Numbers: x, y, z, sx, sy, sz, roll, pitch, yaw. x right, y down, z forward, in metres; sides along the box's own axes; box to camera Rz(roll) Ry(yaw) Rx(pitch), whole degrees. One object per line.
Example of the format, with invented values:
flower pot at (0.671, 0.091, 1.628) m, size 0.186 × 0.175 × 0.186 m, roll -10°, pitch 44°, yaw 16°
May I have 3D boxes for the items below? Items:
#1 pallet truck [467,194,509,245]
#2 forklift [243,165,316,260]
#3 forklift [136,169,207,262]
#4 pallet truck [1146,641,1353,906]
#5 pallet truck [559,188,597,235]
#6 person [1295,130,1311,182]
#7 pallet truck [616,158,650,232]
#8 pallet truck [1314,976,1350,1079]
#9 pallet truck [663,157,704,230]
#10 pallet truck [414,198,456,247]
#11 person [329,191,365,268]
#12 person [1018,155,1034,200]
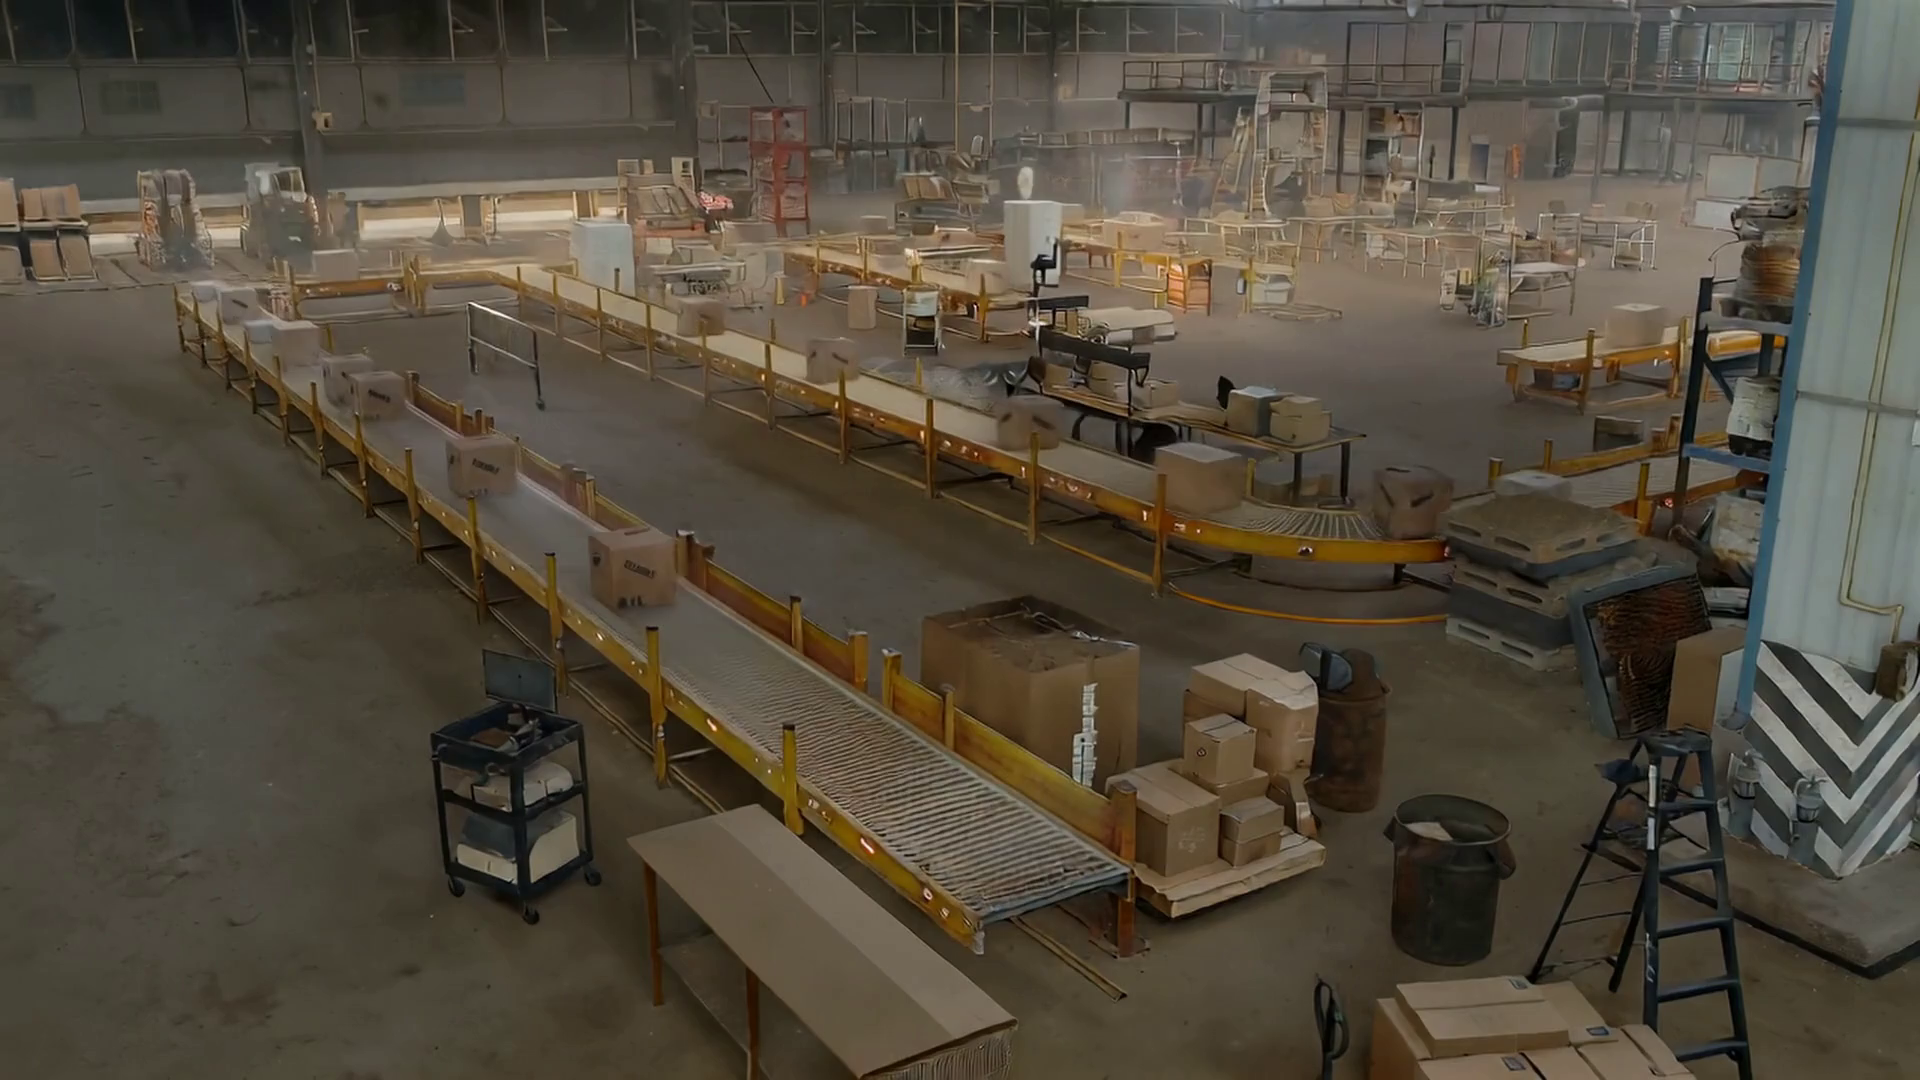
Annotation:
pallet truck at (-11.983, -8.177, 42.137) m, size 0.704 × 1.261 × 1.522 m, roll -11°, pitch 20°, yaw -33°
forklift at (-15.898, -7.669, 38.708) m, size 1.157 × 1.987 × 2.680 m, roll -11°, pitch 20°, yaw -33°
forklift at (-17.842, -7.318, 37.559) m, size 1.157 × 1.987 × 2.680 m, roll -10°, pitch 20°, yaw -31°
pallet truck at (1.664, 1.407, 10.232) m, size 1.630 × 1.274 × 0.653 m, roll -10°, pitch 20°, yaw -31°
pallet truck at (-10.010, -8.652, 43.699) m, size 0.653 × 1.274 × 1.630 m, roll -10°, pitch 20°, yaw -31°
person at (12.426, -13.824, 59.988) m, size 0.638 × 1.845 × 0.577 m, roll 11°, pitch 20°, yaw 33°
pallet truck at (-8.918, -9.176, 44.255) m, size 0.823 × 1.965 × 1.885 m, roll -9°, pitch 19°, yaw -27°
pallet truck at (2.299, 2.390, 7.086) m, size 1.601 × 1.201 × 0.680 m, roll -2°, pitch 17°, yaw -7°
pallet truck at (-7.586, -9.308, 44.692) m, size 0.823 × 1.965 × 1.885 m, roll -11°, pitch 20°, yaw -33°
pallet truck at (-13.250, -8.060, 41.856) m, size 0.680 × 1.201 × 1.601 m, roll -10°, pitch 20°, yaw -31°
person at (-13.143, -6.533, 35.693) m, size 0.664 × 1.863 × 0.982 m, roll 6°, pitch 18°, yaw 21°
person at (1.780, -9.249, 44.439) m, size 0.633 × 2.030 × 0.626 m, roll 14°, pitch 22°, yaw 38°
